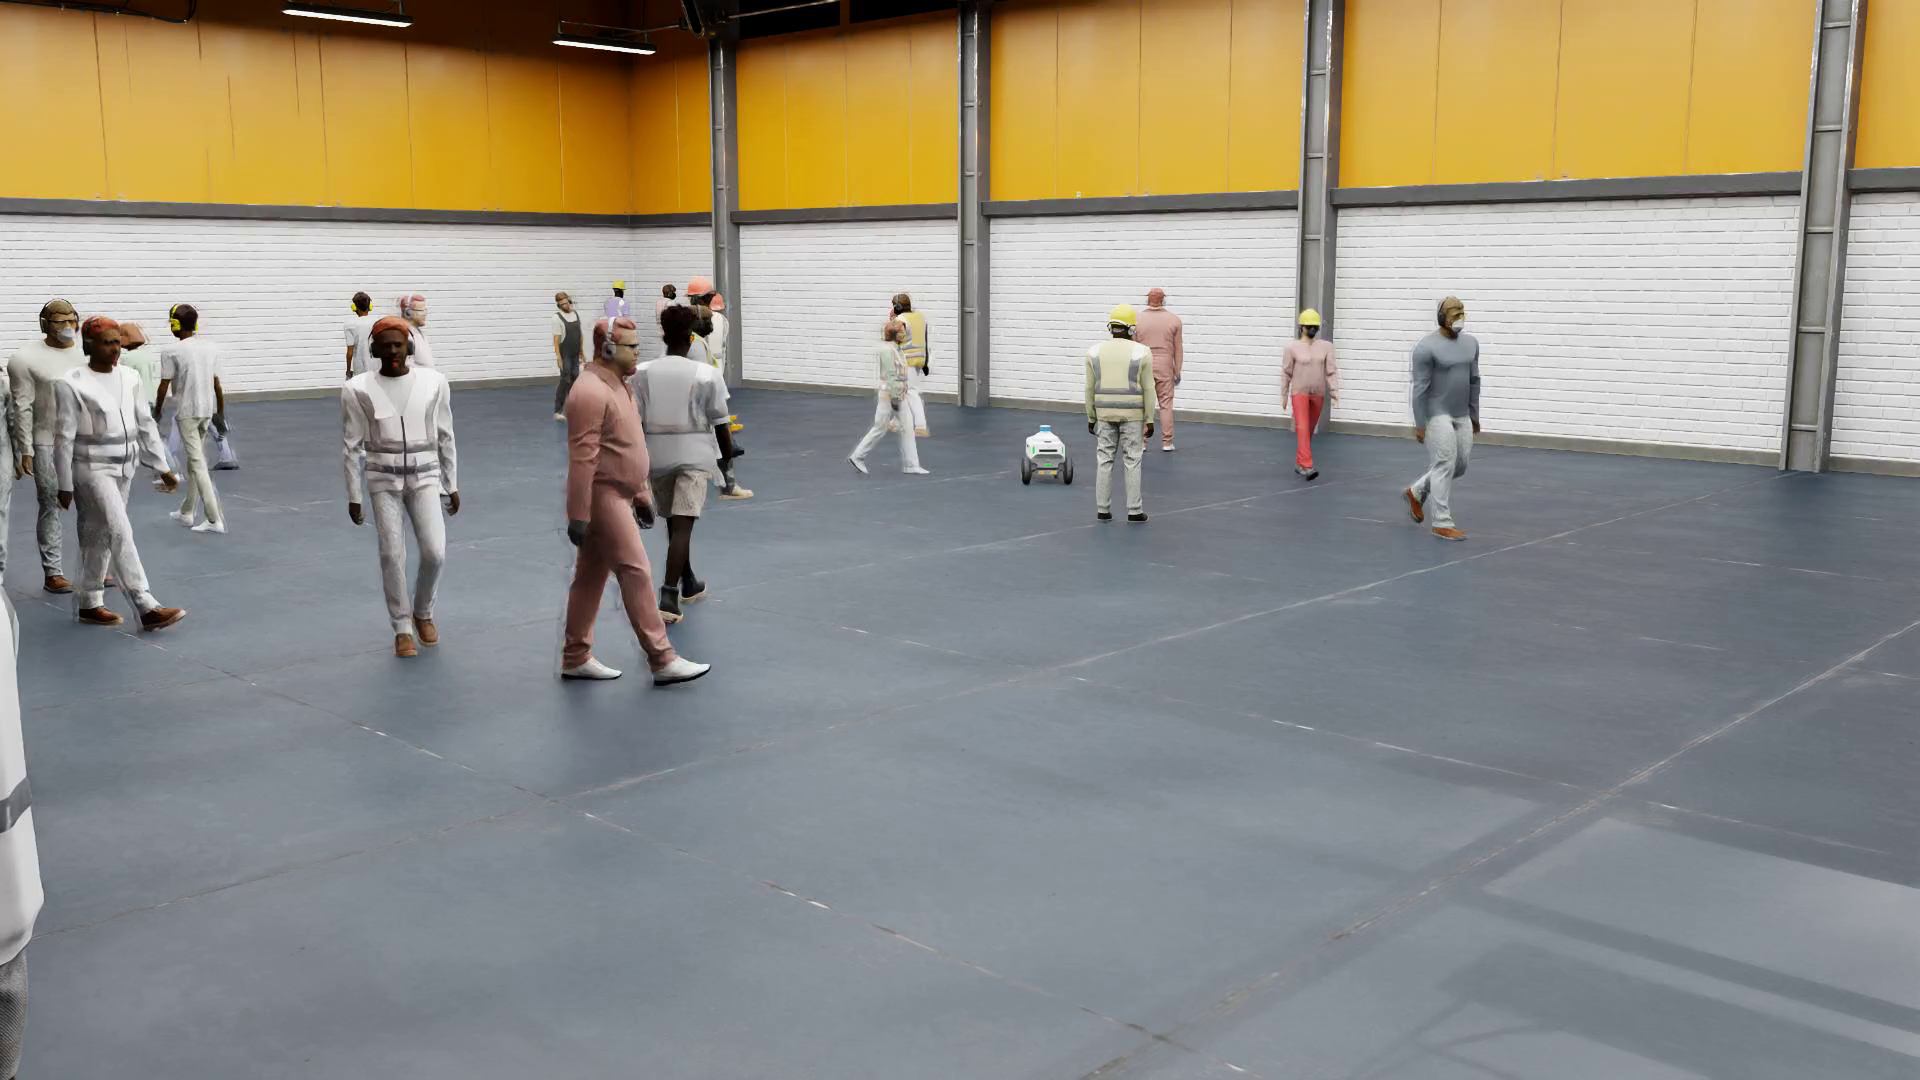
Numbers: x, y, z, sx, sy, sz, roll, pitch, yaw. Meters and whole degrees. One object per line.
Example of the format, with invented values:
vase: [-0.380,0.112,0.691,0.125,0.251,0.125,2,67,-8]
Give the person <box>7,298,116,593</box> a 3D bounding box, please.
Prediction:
person: [-5.879,-0.616,10.950,0.367,1.932,0.622,9,13,44]

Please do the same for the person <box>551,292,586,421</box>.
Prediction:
person: [-5.473,-2.549,23.189,0.388,1.809,0.573,5,10,27]

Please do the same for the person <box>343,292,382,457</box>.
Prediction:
person: [-6.723,-1.872,18.834,0.521,1.865,0.328,-8,12,-41]

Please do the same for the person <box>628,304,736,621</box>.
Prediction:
person: [-1.709,-0.484,10.192,0.618,1.912,1.025,1,9,8]

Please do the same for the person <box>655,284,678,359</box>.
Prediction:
person: [-5.183,-3.646,29.781,0.429,1.844,0.624,-8,12,-39]

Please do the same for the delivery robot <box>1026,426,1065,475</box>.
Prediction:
delivery robot: [0.847,-0.899,16.579,0.477,0.478,0.707,0,9,-2]

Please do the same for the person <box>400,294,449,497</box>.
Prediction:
person: [-4.876,-1.284,15.139,0.634,1.886,0.686,-1,9,-4]

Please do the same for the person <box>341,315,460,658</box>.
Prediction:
person: [-3.037,-0.281,9.066,0.611,1.865,0.421,-4,10,-24]

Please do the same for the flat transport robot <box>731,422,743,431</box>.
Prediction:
flat transport robot: [-3.451,-1.463,21.197,0.652,0.197,1.431,5,11,28]

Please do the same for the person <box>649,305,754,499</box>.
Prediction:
person: [-2.400,-1.231,15.107,0.939,1.806,0.629,-1,9,-8]

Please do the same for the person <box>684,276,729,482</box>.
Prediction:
person: [-2.563,-1.601,16.619,0.368,2.046,0.608,4,10,25]

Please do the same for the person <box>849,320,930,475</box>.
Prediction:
person: [-0.746,-1.473,17.173,0.820,1.606,0.507,4,10,21]

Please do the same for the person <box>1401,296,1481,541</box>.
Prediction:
person: [3.797,-0.976,13.183,0.636,1.917,0.723,-5,11,-30]

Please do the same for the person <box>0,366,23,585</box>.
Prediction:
person: [-6.588,-0.566,11.249,0.489,1.720,0.727,-2,10,-14]

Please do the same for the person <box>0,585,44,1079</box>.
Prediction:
person: [-1.805,0.688,2.900,0.350,1.942,0.545,-3,10,-16]

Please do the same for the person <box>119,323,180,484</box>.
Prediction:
person: [-8.119,-1.331,16.338,0.850,1.580,0.518,-1,9,-7]

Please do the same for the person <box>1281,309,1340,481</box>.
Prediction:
person: [3.532,-1.464,16.784,0.532,1.713,0.947,-1,9,-8]

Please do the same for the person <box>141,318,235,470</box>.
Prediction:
person: [-8.074,-1.555,17.327,0.912,1.725,0.542,-2,9,-11]

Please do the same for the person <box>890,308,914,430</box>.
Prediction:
person: [-0.786,-2.265,21.944,0.288,1.633,0.497,8,12,41]

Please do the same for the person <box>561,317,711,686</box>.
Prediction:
person: [-1.657,-0.183,8.458,0.902,1.863,0.670,0,9,-1]

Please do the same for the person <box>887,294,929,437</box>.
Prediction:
person: [-0.758,-2.215,21.137,0.916,1.797,0.637,6,11,34]

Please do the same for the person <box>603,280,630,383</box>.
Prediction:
person: [-6.305,-3.833,30.710,0.582,1.918,0.405,5,10,28]

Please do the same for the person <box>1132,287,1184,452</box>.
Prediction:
person: [2.268,-1.973,19.321,0.649,1.906,0.402,1,9,7]

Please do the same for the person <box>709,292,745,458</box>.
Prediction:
person: [-2.790,-1.838,18.558,0.992,1.873,0.575,7,11,36]

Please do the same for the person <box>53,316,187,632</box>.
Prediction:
person: [-4.899,-0.379,9.747,0.925,1.840,0.575,2,10,14]

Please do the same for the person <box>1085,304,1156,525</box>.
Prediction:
person: [1.339,-1.038,13.809,0.600,1.831,0.404,4,10,23]

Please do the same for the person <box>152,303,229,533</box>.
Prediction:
person: [-6.293,-0.977,13.426,0.865,1.836,0.550,4,10,25]
